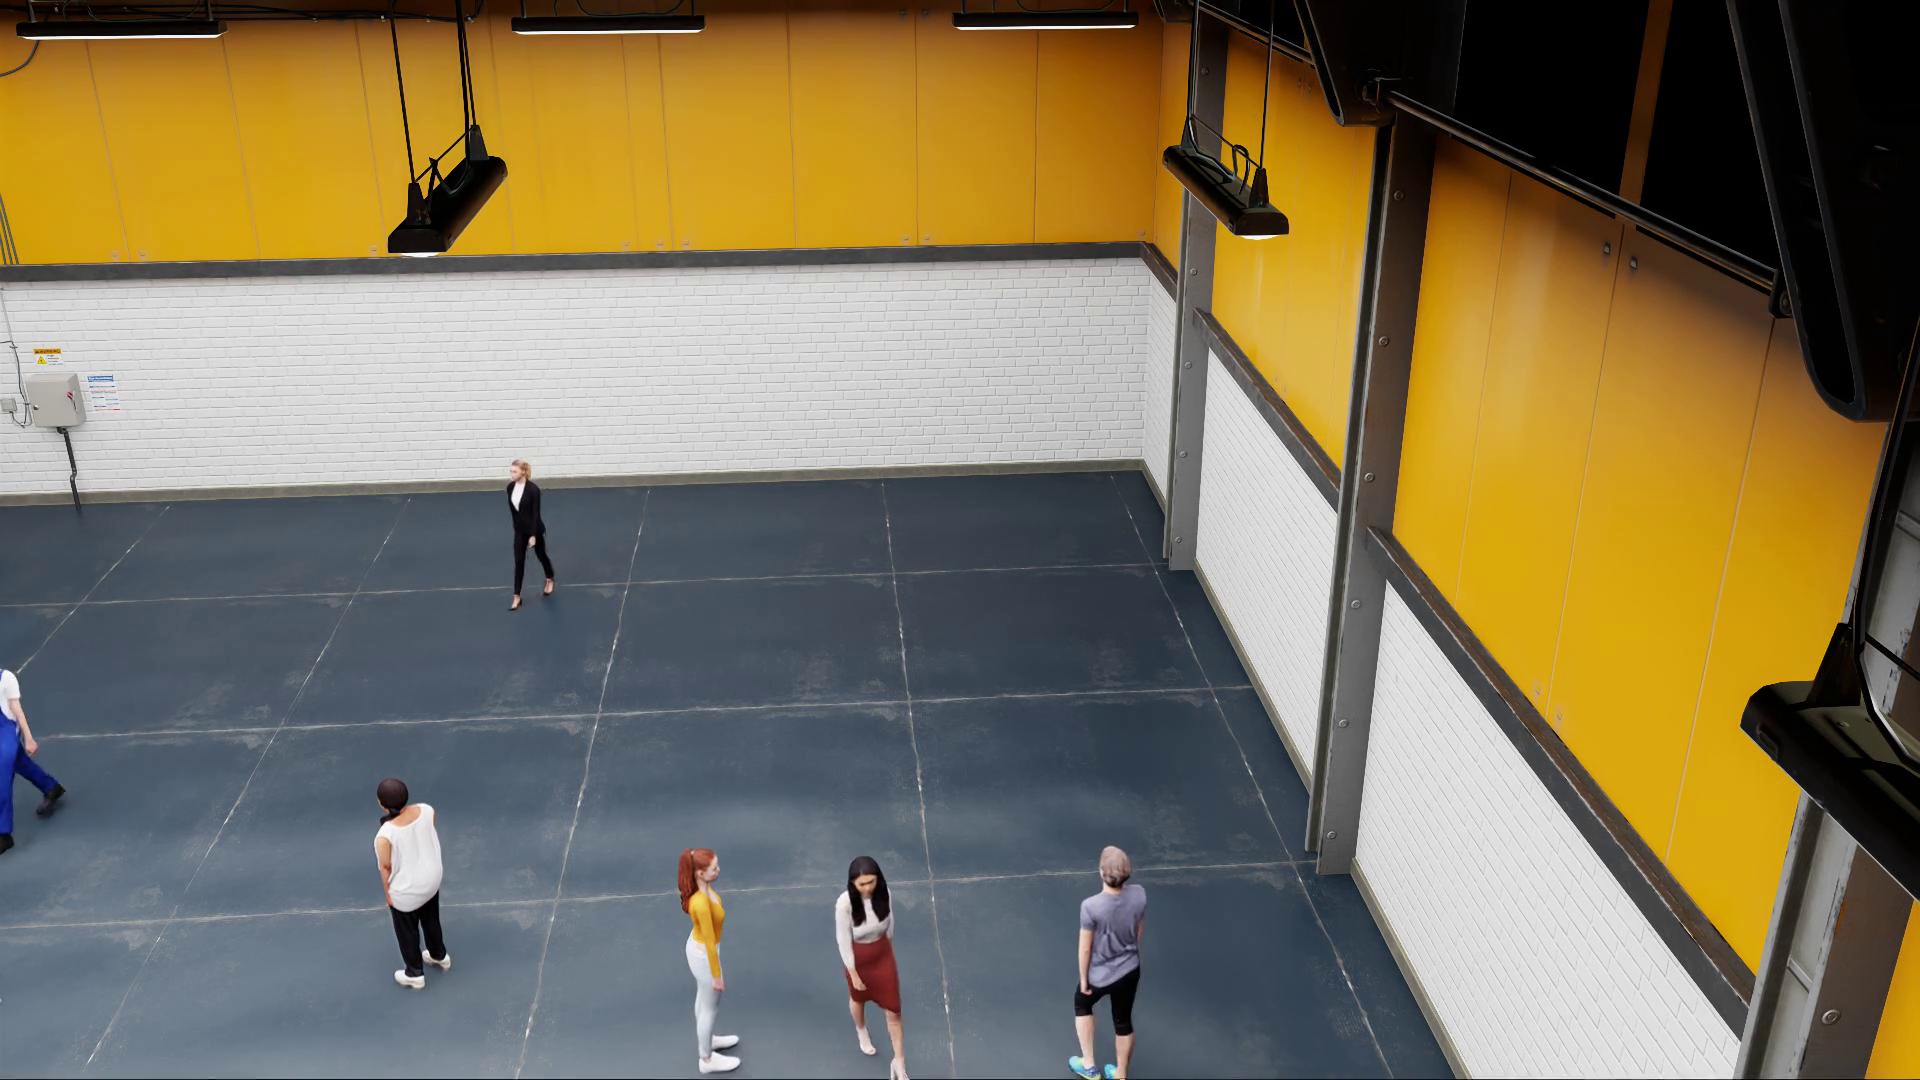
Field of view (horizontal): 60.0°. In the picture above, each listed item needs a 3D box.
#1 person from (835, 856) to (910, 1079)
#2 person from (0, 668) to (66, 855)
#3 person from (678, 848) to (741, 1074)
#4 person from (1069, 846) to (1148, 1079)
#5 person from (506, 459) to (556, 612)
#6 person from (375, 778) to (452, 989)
[{"bbox_3d":[-0.669,2.824,11.267,0.813,1.722,1.002,-12,26,-26],"label":"person"},{"bbox_3d":[-7.941,1.620,13.920,0.897,1.803,1.332,4,24,9],"label":"person"},{"bbox_3d":[-1.725,2.828,11.224,0.683,1.749,0.564,-7,25,-16],"label":"person"},{"bbox_3d":[1.034,2.895,10.924,0.743,1.866,0.756,-7,25,-15],"label":"person"},{"bbox_3d":[-4.597,-0.085,18.004,0.869,1.656,1.126,7,25,16],"label":"person"},{"bbox_3d":[-4.012,2.467,12.130,0.822,1.685,0.748,16,28,32],"label":"person"}]
